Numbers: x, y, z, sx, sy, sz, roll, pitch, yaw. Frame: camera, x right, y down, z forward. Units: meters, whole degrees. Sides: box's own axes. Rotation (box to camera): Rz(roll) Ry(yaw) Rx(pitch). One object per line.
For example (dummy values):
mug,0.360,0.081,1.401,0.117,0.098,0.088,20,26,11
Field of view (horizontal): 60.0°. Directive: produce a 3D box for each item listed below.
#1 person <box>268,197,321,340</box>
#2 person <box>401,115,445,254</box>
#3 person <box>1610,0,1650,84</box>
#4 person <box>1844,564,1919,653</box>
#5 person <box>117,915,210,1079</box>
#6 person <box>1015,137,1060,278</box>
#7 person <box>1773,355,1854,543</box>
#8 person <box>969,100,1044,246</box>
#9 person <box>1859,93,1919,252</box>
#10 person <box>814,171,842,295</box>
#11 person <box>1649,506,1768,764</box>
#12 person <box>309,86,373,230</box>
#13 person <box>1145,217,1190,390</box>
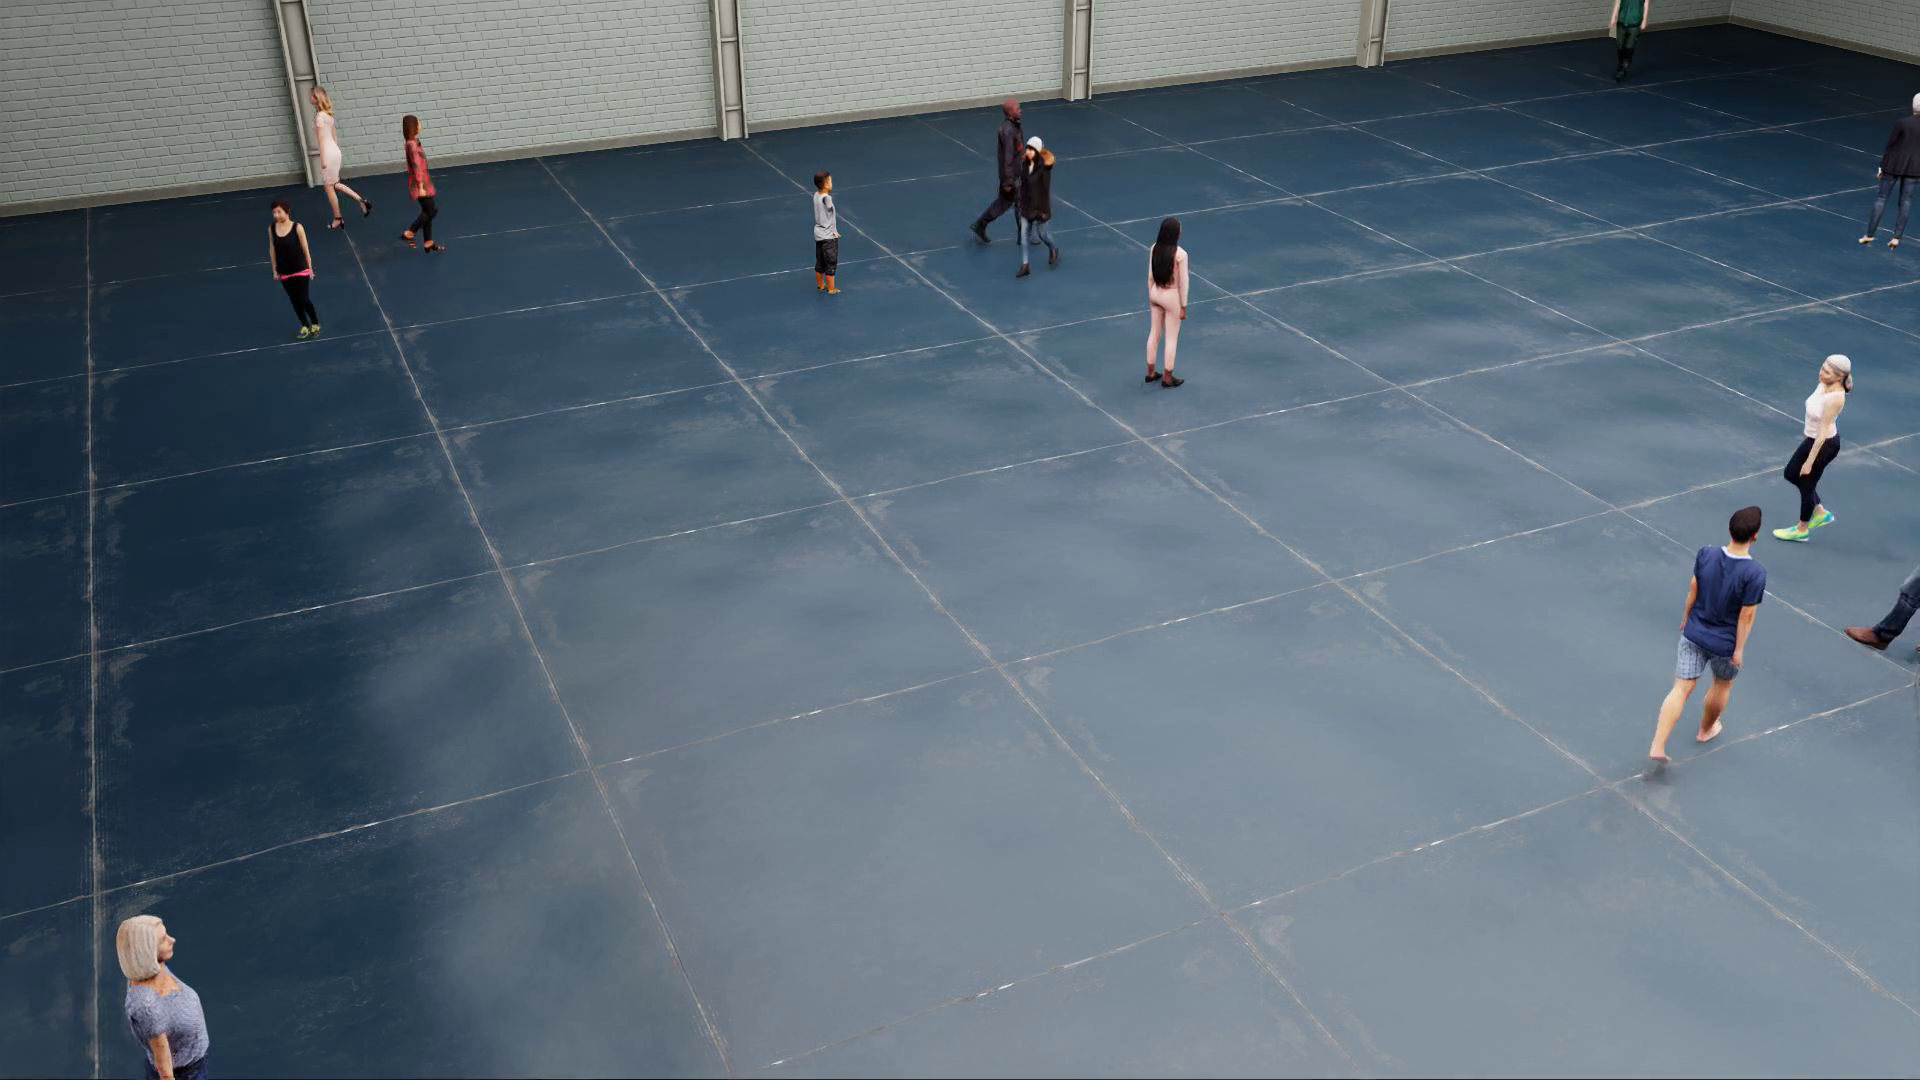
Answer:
person,-7.081,-2.921,17.752,0.628,1.542,0.704,4,28,8
person,-6.613,-4.274,20.137,0.750,1.688,0.666,-8,29,-15
person,11.503,-8.846,28.535,1.011,1.864,1.212,20,34,33
person,7.163,0.066,11.792,1.113,1.874,1.132,19,34,32
person,-3.619,2.427,7.527,0.657,1.714,0.618,-10,30,-18
person,0.928,-3.922,19.552,0.909,1.617,1.075,18,33,31
person,7.038,-0.712,13.452,0.866,1.685,0.808,10,30,17
person,0.529,-4.504,20.434,1.261,1.816,1.001,-1,28,-2
person,10.486,-4.141,18.584,0.814,1.779,0.788,8,29,15
person,-1.543,-3.566,19.054,0.578,1.456,0.617,-21,35,-34
person,4.819,0.656,10.743,1.207,1.818,0.873,-25,37,-38
person,-7.859,-4.809,21.004,0.928,1.818,0.778,0,28,0
person,2.050,-2.358,16.506,0.626,1.720,0.674,-23,36,-37
